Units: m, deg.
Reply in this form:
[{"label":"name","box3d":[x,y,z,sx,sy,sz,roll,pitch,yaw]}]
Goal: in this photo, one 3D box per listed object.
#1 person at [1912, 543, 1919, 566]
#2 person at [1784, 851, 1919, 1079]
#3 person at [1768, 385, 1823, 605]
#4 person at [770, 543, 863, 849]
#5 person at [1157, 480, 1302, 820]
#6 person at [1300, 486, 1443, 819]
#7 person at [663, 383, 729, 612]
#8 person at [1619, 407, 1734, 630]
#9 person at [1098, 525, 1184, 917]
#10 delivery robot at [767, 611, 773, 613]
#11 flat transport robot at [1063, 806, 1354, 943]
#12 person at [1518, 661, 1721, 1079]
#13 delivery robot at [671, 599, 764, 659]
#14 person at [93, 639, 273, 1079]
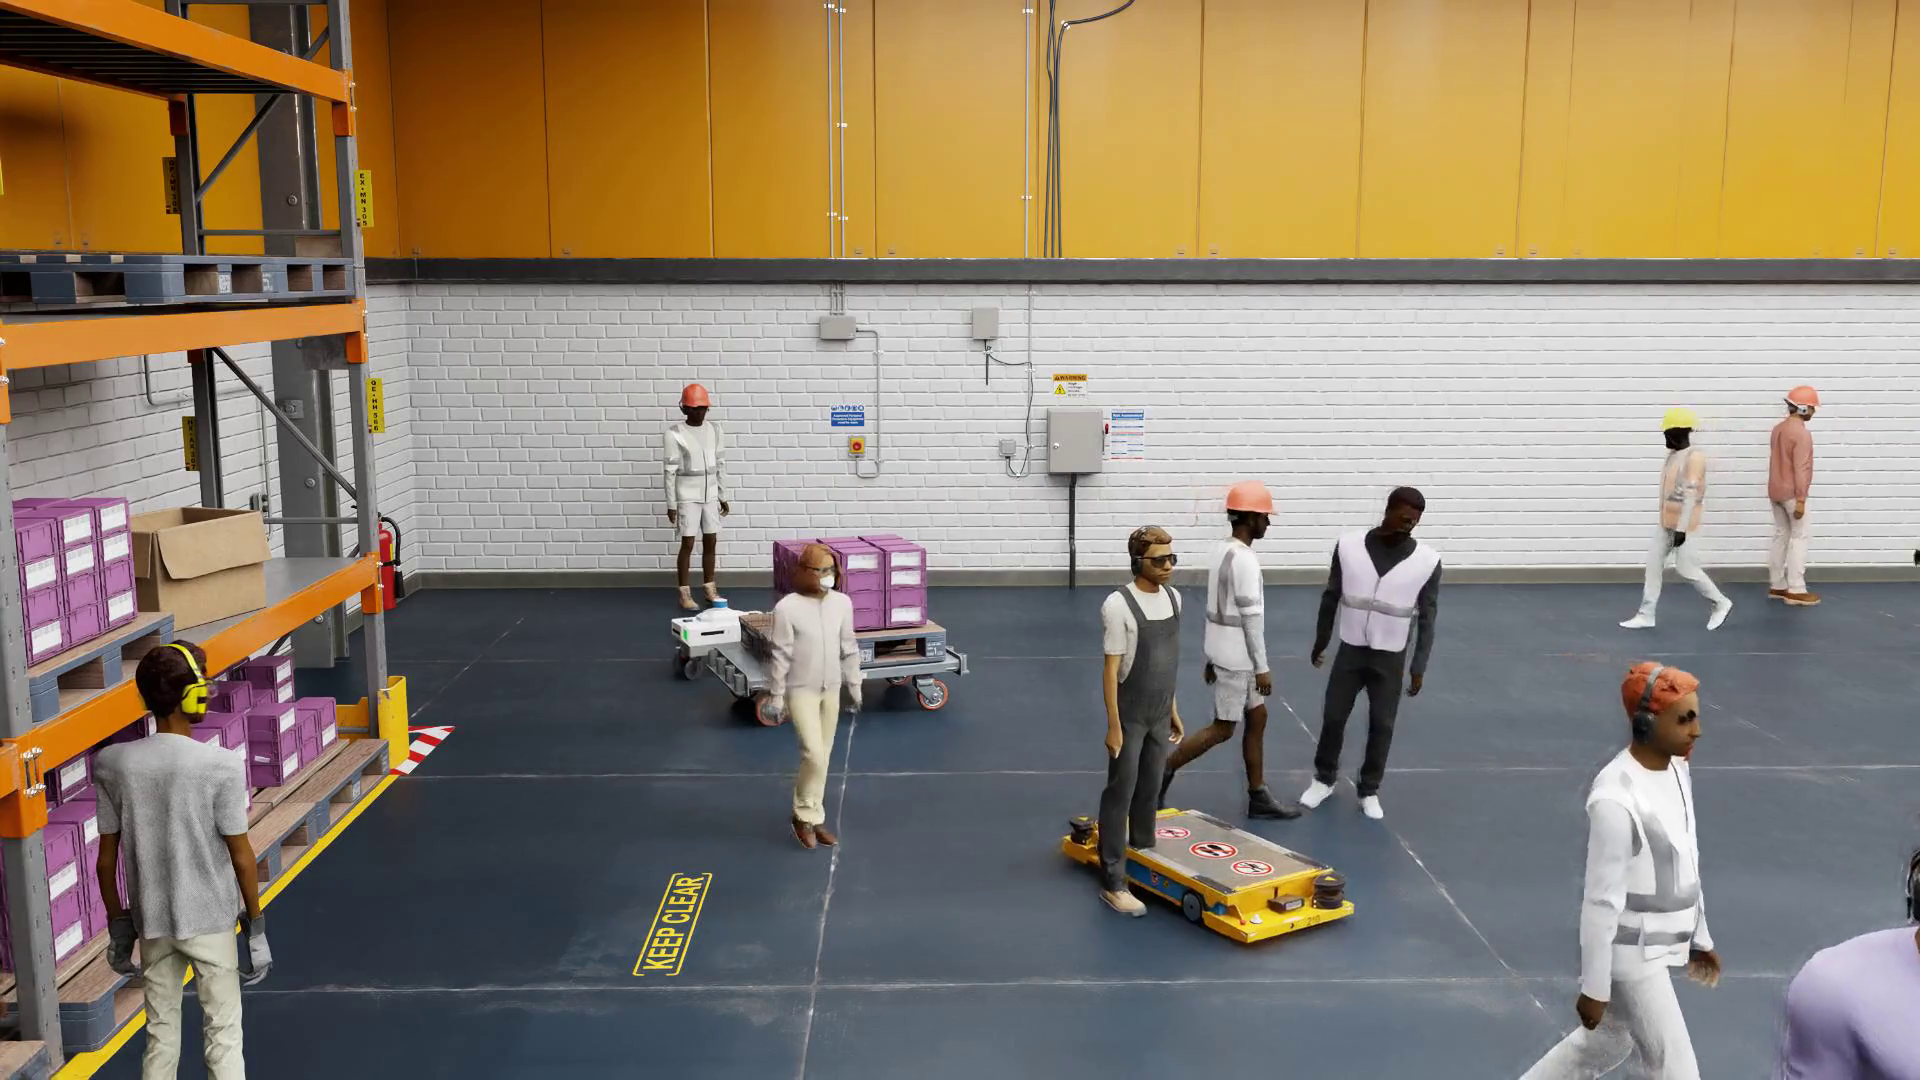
[{"label":"person","box3d":[7.507,0.078,12.651,0.556,1.814,0.598,1,9,5]},{"label":"person","box3d":[2.067,1.519,3.478,0.637,1.925,0.484,1,9,9]},{"label":"person","box3d":[7.589,-0.413,15.140,0.440,1.988,0.637,0,9,-2]},{"label":"person","box3d":[-0.734,0.817,8.672,0.530,1.616,0.386,-9,13,-43]},{"label":"person","box3d":[1.414,0.620,9.077,0.881,1.904,0.562,0,9,0]},{"label":"person","box3d":[2.295,0.618,9.208,0.698,1.864,0.381,4,10,23]},{"label":"person","box3d":[-2.329,-0.378,14.790,0.616,2.031,0.409,-8,12,-41]},{"label":"person","box3d":[6.058,-0.169,13.921,0.844,1.897,0.587,-1,9,-5]},{"label":"person","box3d":[0.871,0.837,7.890,0.506,1.846,0.349,-9,13,-43]},{"label":"delivery robot","box3d":[-1.136,0.630,12.817,0.707,0.478,0.477,-8,12,-41]},{"label":"flat transport robot","box3d":[1.177,1.583,8.128,0.652,0.197,1.431,-6,11,-31]},{"label":"person","box3d":[2.078,1.271,5.214,0.941,1.854,0.573,7,11,35]},{"label":"delivery robot","box3d":[-1.795,0.684,12.489,0.707,0.478,0.477,-5,10,-26]},{"label":"person","box3d":[-2.472,1.246,5.323,0.532,1.864,0.312,0,9,3]}]
